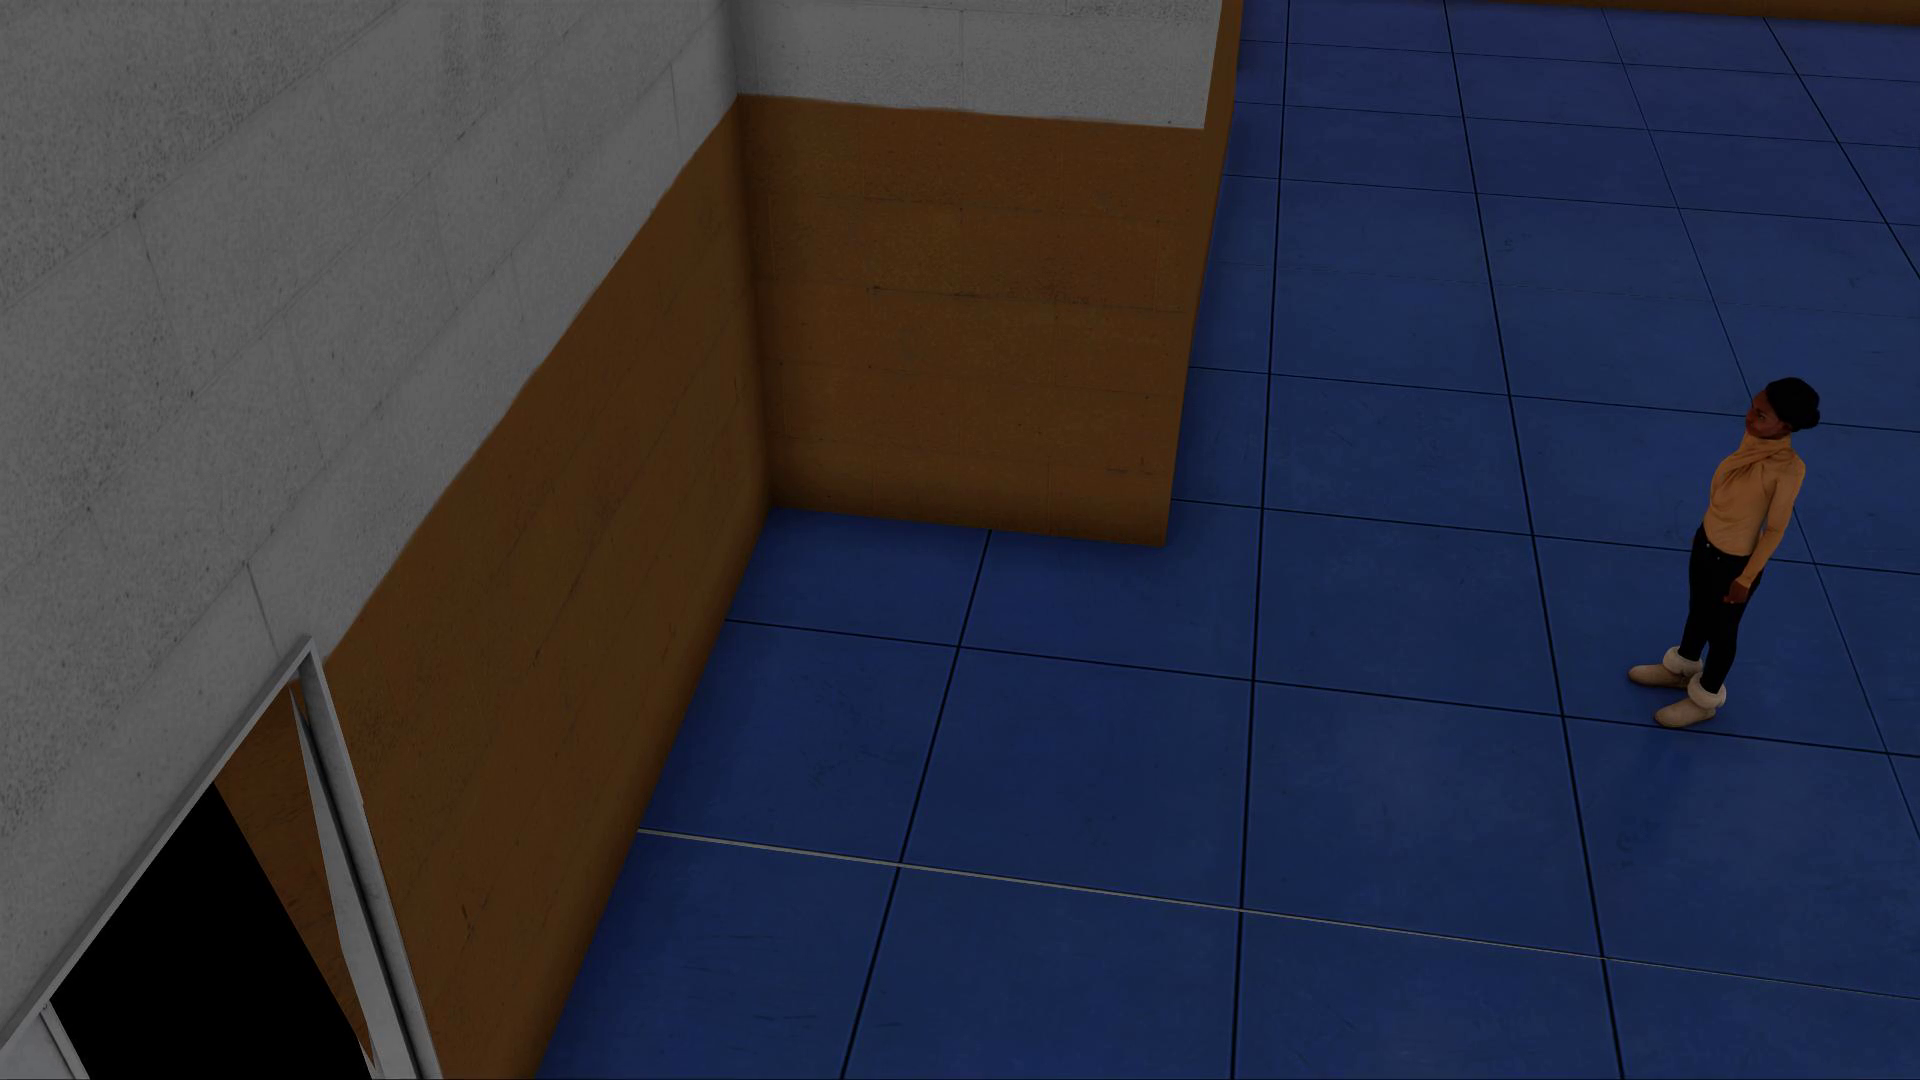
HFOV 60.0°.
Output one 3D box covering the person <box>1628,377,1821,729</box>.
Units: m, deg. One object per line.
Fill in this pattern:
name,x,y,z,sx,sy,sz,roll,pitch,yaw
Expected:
person,3.165,0.045,6.808,0.633,1.660,0.639,-2,37,-3
